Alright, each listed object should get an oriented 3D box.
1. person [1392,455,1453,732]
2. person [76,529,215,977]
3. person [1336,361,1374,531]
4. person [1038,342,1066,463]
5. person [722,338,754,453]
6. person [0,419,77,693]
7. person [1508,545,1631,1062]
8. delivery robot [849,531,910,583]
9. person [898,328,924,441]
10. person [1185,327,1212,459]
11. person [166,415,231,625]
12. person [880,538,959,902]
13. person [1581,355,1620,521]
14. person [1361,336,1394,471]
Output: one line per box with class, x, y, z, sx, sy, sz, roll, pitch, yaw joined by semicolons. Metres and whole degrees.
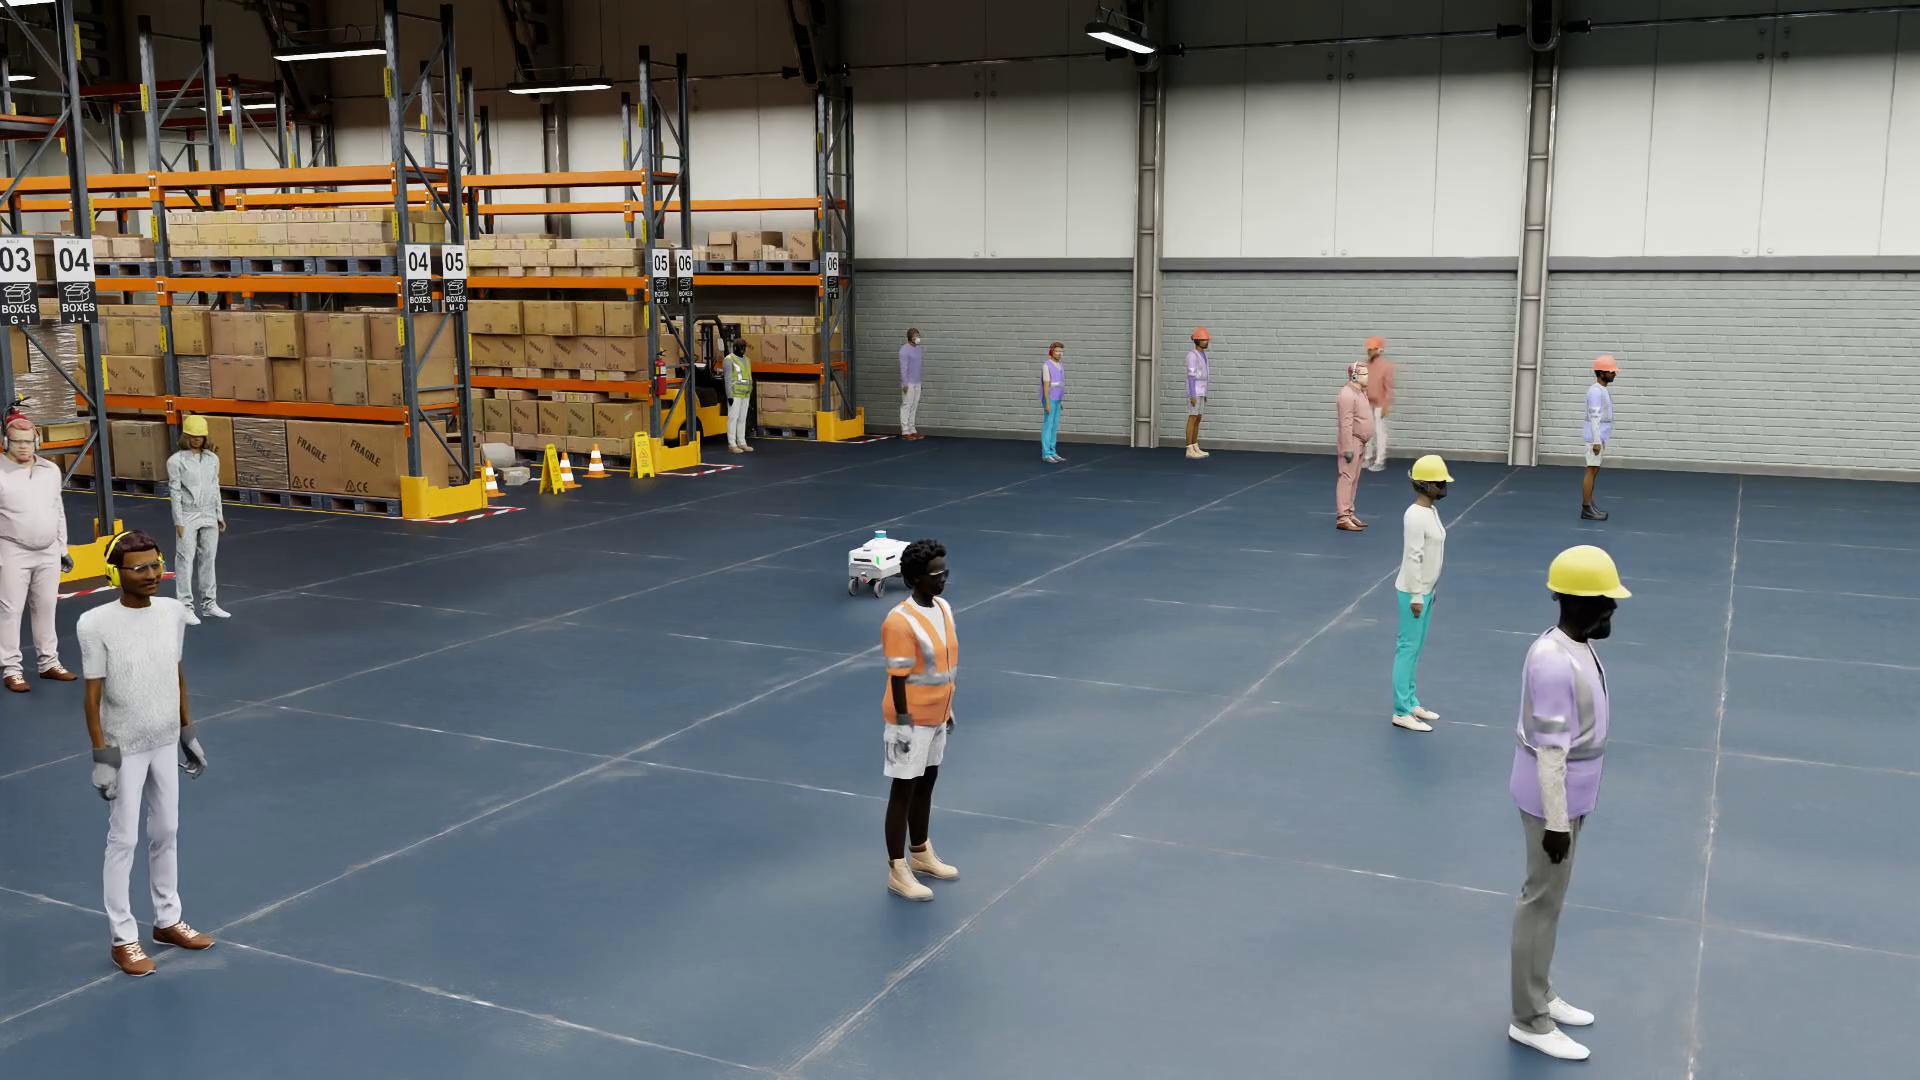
person;2.980;0.331;10.718;0.322;1.769;0.523;5;10;26
person;-3.444;0.878;7.048;0.331;1.874;0.519;5;10;26
person;4.479;-1.064;18.846;0.403;1.911;0.637;5;10;26
person;1.409;-2.098;25.391;0.392;1.839;0.563;5;10;26
person;-3.551;-2.323;26.783;0.430;1.840;0.619;5;10;26
person;-6.558;0.101;11.723;0.403;1.904;0.637;5;10;26
person;2.292;0.970;6.311;0.378;1.928;0.585;5;10;26
delivery robot;-0.725;0.159;15.192;0.477;0.478;0.707;4;10;25
person;-0.832;-2.693;28.735;0.374;1.941;0.627;5;10;26
person;3.733;-2.296;25.976;0.386;2.045;0.605;5;10;26
person;-6.358;-0.174;13.908;0.313;1.738;0.483;5;10;26
person;-0.183;0.831;7.867;0.322;1.697;0.530;5;10;26
person;7.542;-1.207;19.621;0.369;1.939;0.542;5;10;26
person;6.039;-1.986;24.262;0.480;1.979;0.618;-8;12;-40
